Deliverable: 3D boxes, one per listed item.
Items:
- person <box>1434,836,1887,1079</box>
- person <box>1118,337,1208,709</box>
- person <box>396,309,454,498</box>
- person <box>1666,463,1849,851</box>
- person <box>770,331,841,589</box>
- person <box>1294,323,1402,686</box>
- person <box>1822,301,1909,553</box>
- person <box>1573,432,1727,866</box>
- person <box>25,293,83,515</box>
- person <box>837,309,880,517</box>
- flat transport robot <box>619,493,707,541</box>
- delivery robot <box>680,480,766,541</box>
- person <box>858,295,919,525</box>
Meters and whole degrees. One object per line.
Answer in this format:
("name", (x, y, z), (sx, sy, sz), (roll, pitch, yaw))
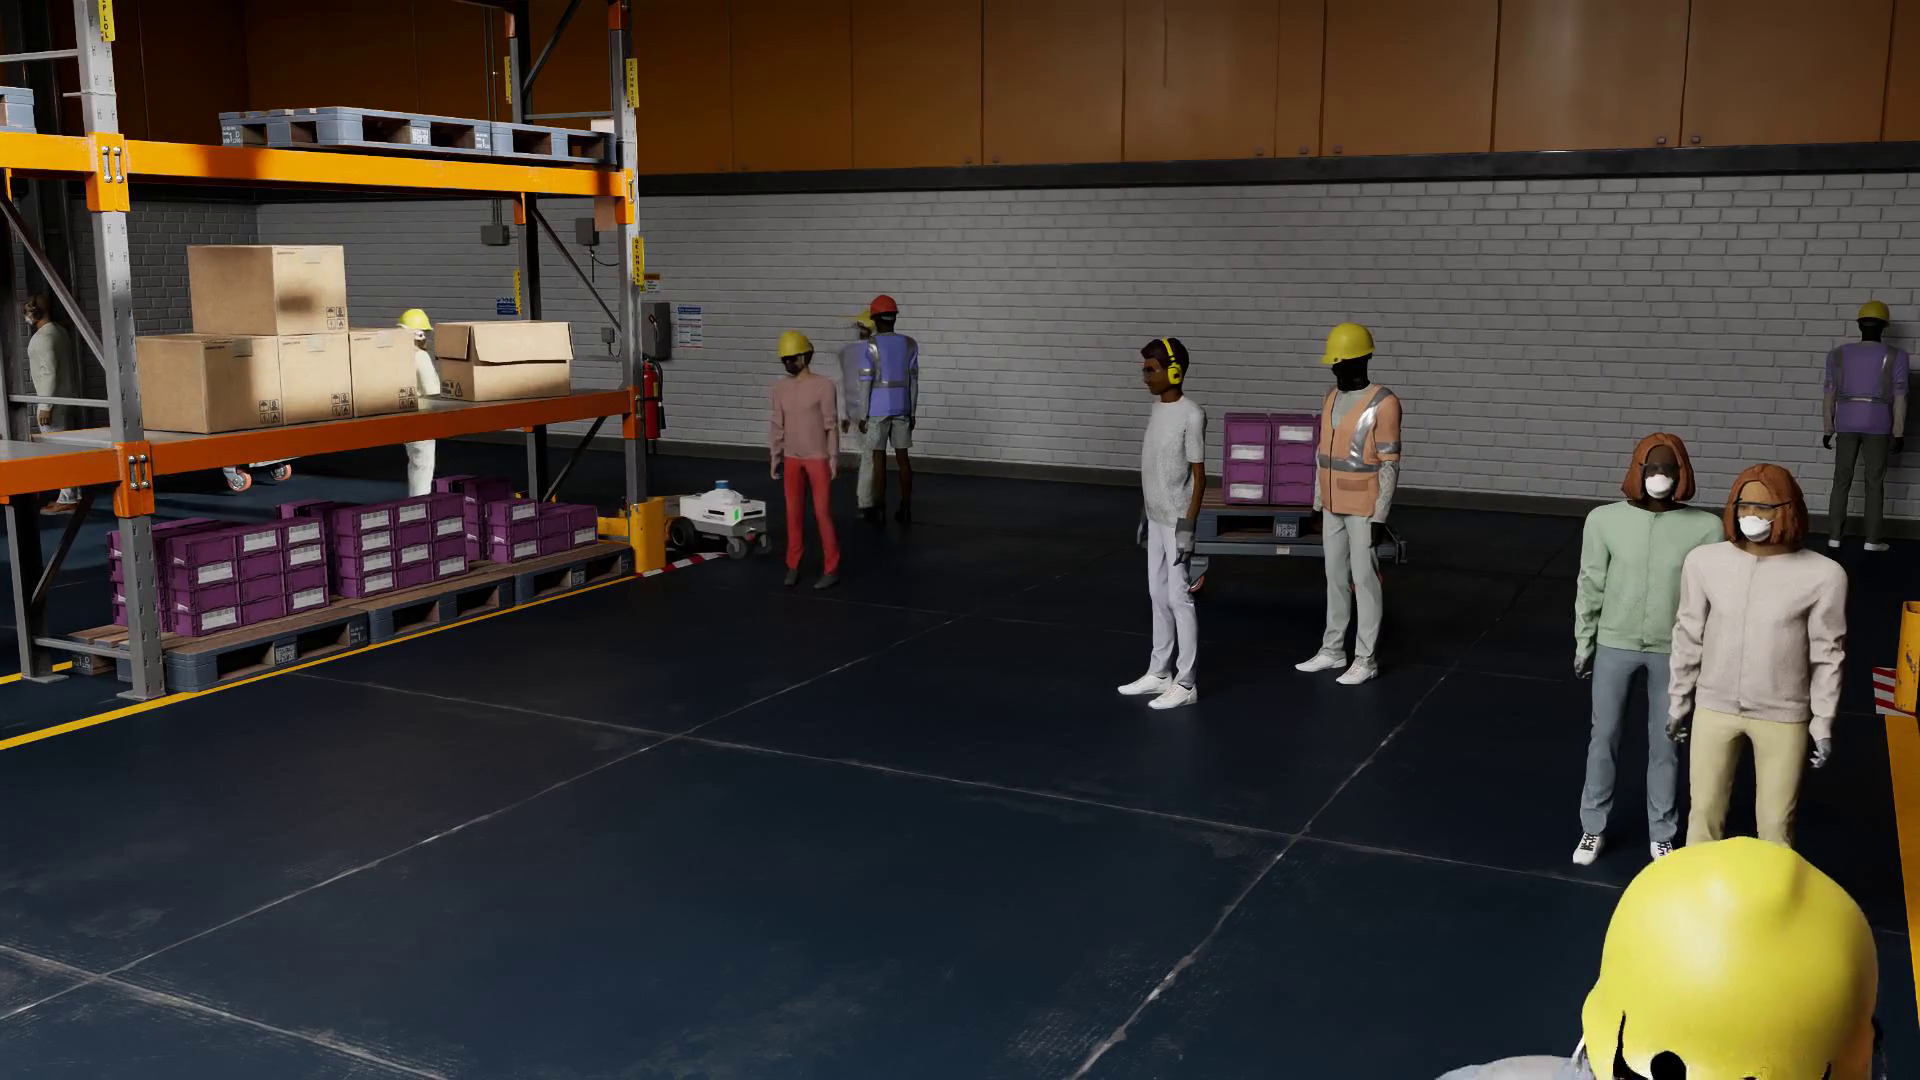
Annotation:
("person", (0.632, 1.124, 1.551), (0.635, 1.806, 0.767), (8, 13, 38))
("person", (1.040, -0.081, 8.372), (0.327, 1.860, 0.520), (-4, 11, -21))
("person", (-4.443, -0.978, 13.648), (0.419, 1.822, 0.610), (-9, 13, -41))
("person", (2.510, 0.564, 5.283), (0.504, 1.632, 0.270), (8, 13, 39))
("person", (-1.067, -0.549, 11.394), (0.524, 1.757, 0.365), (6, 11, 30))
("person", (2.066, -0.190, 8.831), (0.381, 1.917, 0.585), (-5, 11, -26))
("person", (6.916, -0.863, 12.727), (0.585, 1.918, 0.381), (9, 13, 41))
("person", (2.527, 0.416, 6.140), (0.500, 1.634, 0.284), (4, 10, 20))
("person", (-7.928, -1.189, 14.560), (0.351, 1.936, 0.634), (-3, 10, -15))
("person", (-0.746, -1.101, 14.430), (0.598, 1.801, 0.503), (9, 14, 43))
("flat transport robot", (-2.309, -0.200, 13.648), (0.652, 0.197, 1.431), (-5, 11, -25))
("delivery robot", (-1.797, -0.210, 12.615), (0.707, 0.478, 0.477), (9, 13, 41))
("person", (-0.618, -1.093, 14.022), (0.543, 1.932, 0.365), (-5, 11, -27))
